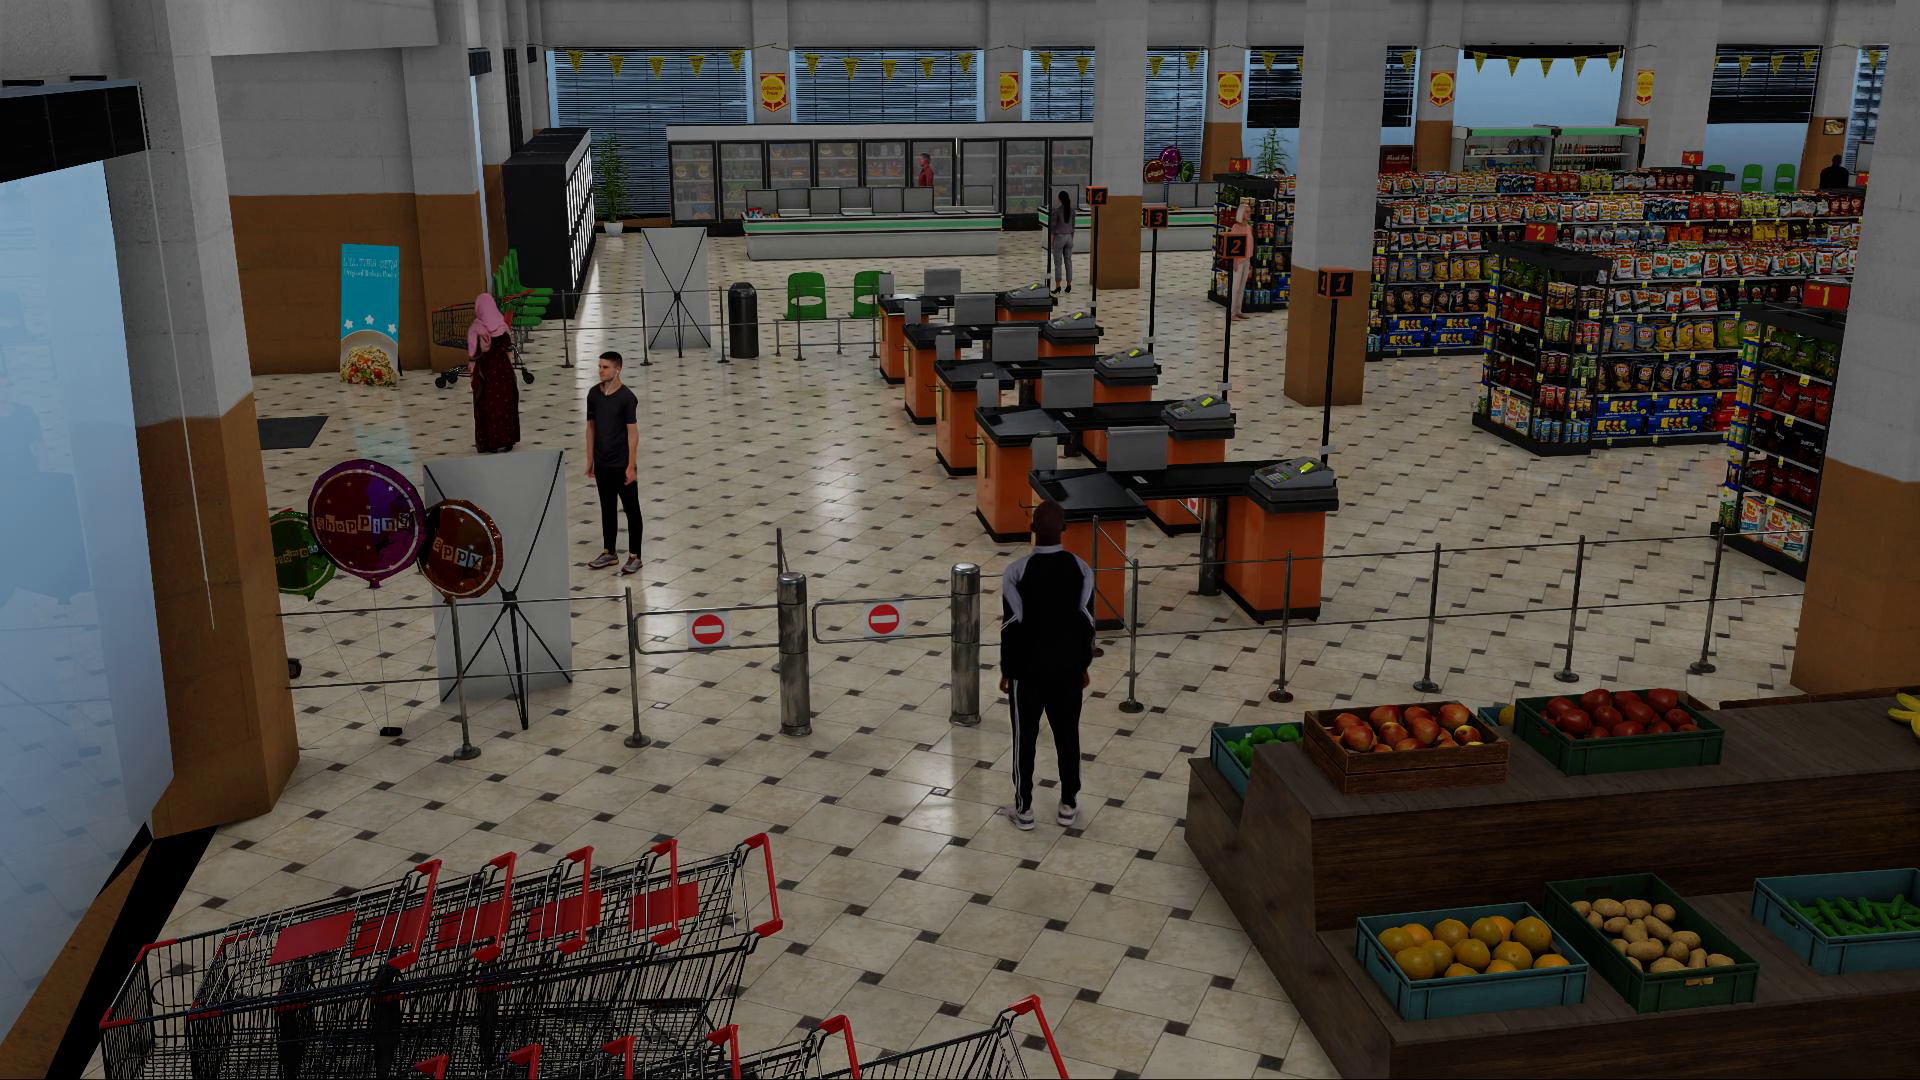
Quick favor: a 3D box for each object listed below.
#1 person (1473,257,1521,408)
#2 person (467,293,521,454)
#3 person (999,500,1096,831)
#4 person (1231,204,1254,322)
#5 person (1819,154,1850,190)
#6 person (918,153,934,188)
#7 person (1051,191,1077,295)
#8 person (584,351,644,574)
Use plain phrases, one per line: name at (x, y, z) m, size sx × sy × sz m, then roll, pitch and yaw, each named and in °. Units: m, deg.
person at (6.286, -2.343, 18.775) m, size 0.784 × 1.806 × 0.745 m, roll -6°, pitch 18°, yaw -20°
person at (-4.775, -1.711, 16.984) m, size 0.695 × 1.638 × 0.816 m, roll -12°, pitch 21°, yaw -34°
person at (0.459, 0.661, 8.844) m, size 0.475 × 1.828 × 0.718 m, roll -3°, pitch 17°, yaw -8°
person at (4.204, -4.177, 24.954) m, size 0.741 × 1.725 × 0.654 m, roll 15°, pitch 22°, yaw 40°
person at (17.729, -6.923, 33.835) m, size 0.783 × 1.818 × 0.833 m, roll 13°, pitch 21°, yaw 36°
person at (-0.679, -6.971, 33.976) m, size 0.555 × 1.829 × 0.703 m, roll -2°, pitch 17°, yaw -5°
person at (1.698, -4.914, 27.463) m, size 0.629 × 1.678 × 0.750 m, roll -9°, pitch 19°, yaw -27°
person at (-2.730, -0.624, 13.186) m, size 0.682 × 1.764 × 0.778 m, roll 8°, pitch 19°, yaw 24°
